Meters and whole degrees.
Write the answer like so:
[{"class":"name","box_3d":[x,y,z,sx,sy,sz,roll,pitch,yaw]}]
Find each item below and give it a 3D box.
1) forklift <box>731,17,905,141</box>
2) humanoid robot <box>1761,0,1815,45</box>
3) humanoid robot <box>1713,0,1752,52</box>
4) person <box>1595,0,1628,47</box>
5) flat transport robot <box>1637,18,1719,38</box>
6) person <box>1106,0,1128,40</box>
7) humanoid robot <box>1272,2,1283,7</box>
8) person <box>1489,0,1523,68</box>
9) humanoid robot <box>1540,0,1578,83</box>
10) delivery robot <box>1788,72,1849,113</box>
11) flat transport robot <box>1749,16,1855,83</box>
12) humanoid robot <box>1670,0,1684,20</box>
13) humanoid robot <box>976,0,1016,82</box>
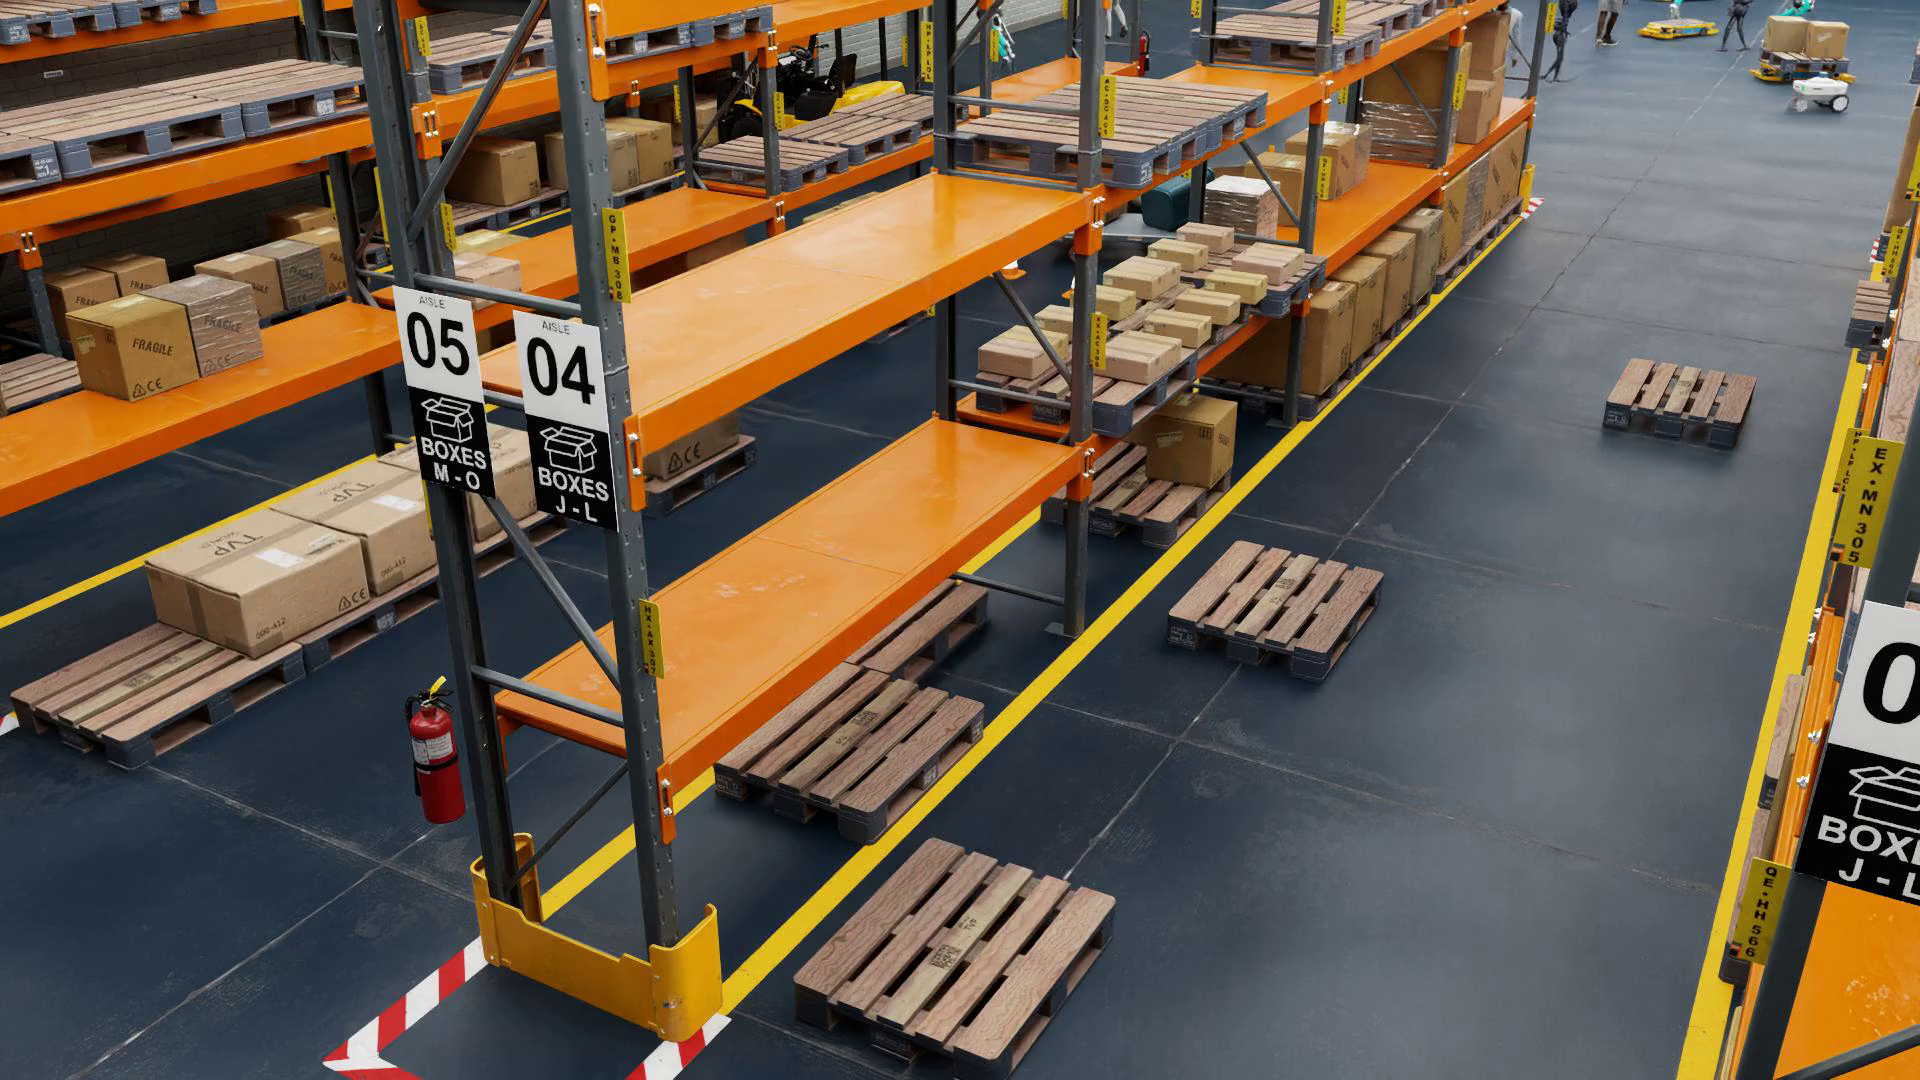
[{"class":"forklift","box_3d":[-1.819,-5.975,21.543,2.313,2.155,1.214,14,29,26]},{"class":"humanoid robot","box_3d":[14.817,-9.600,29.638,0.530,1.804,0.933,-16,30,-29]},{"class":"humanoid robot","box_3d":[13.865,-9.508,29.497,0.557,1.641,0.594,18,31,33]},{"class":"person","box_3d":[11.735,-9.855,29.921,0.668,1.916,0.682,-23,34,-39]},{"class":"flat transport robot","box_3d":[13.568,-9.653,31.400,1.431,0.231,0.659,-13,28,-24]},{"class":"person","box_3d":[2.805,-10.161,30.562,0.634,1.918,0.524,-13,29,-25]},{"class":"humanoid robot","box_3d":[4.612,-6.965,24.190,0.306,1.661,0.612,-8,27,-16]},{"class":"person","box_3d":[7.800,-7.103,24.265,1.026,1.858,0.602,-22,33,-37]},{"class":"humanoid robot","box_3d":[9.696,-8.210,26.811,0.378,1.646,0.616,11,28,21]},{"class":"delivery robot","box_3d":[12.934,-6.709,24.976,0.791,0.614,0.499,0,26,0]},{"class":"flat transport robot","box_3d":[13.807,-7.668,27.276,1.431,0.231,0.659,2,26,5]},{"class":"humanoid robot","box_3d":[13.774,-10.517,31.622,0.717,1.889,0.531,-1,26,-2]},{"class":"humanoid robot","box_3d":[0.673,-8.072,26.412,0.886,1.763,0.591,23,34,39]}]
